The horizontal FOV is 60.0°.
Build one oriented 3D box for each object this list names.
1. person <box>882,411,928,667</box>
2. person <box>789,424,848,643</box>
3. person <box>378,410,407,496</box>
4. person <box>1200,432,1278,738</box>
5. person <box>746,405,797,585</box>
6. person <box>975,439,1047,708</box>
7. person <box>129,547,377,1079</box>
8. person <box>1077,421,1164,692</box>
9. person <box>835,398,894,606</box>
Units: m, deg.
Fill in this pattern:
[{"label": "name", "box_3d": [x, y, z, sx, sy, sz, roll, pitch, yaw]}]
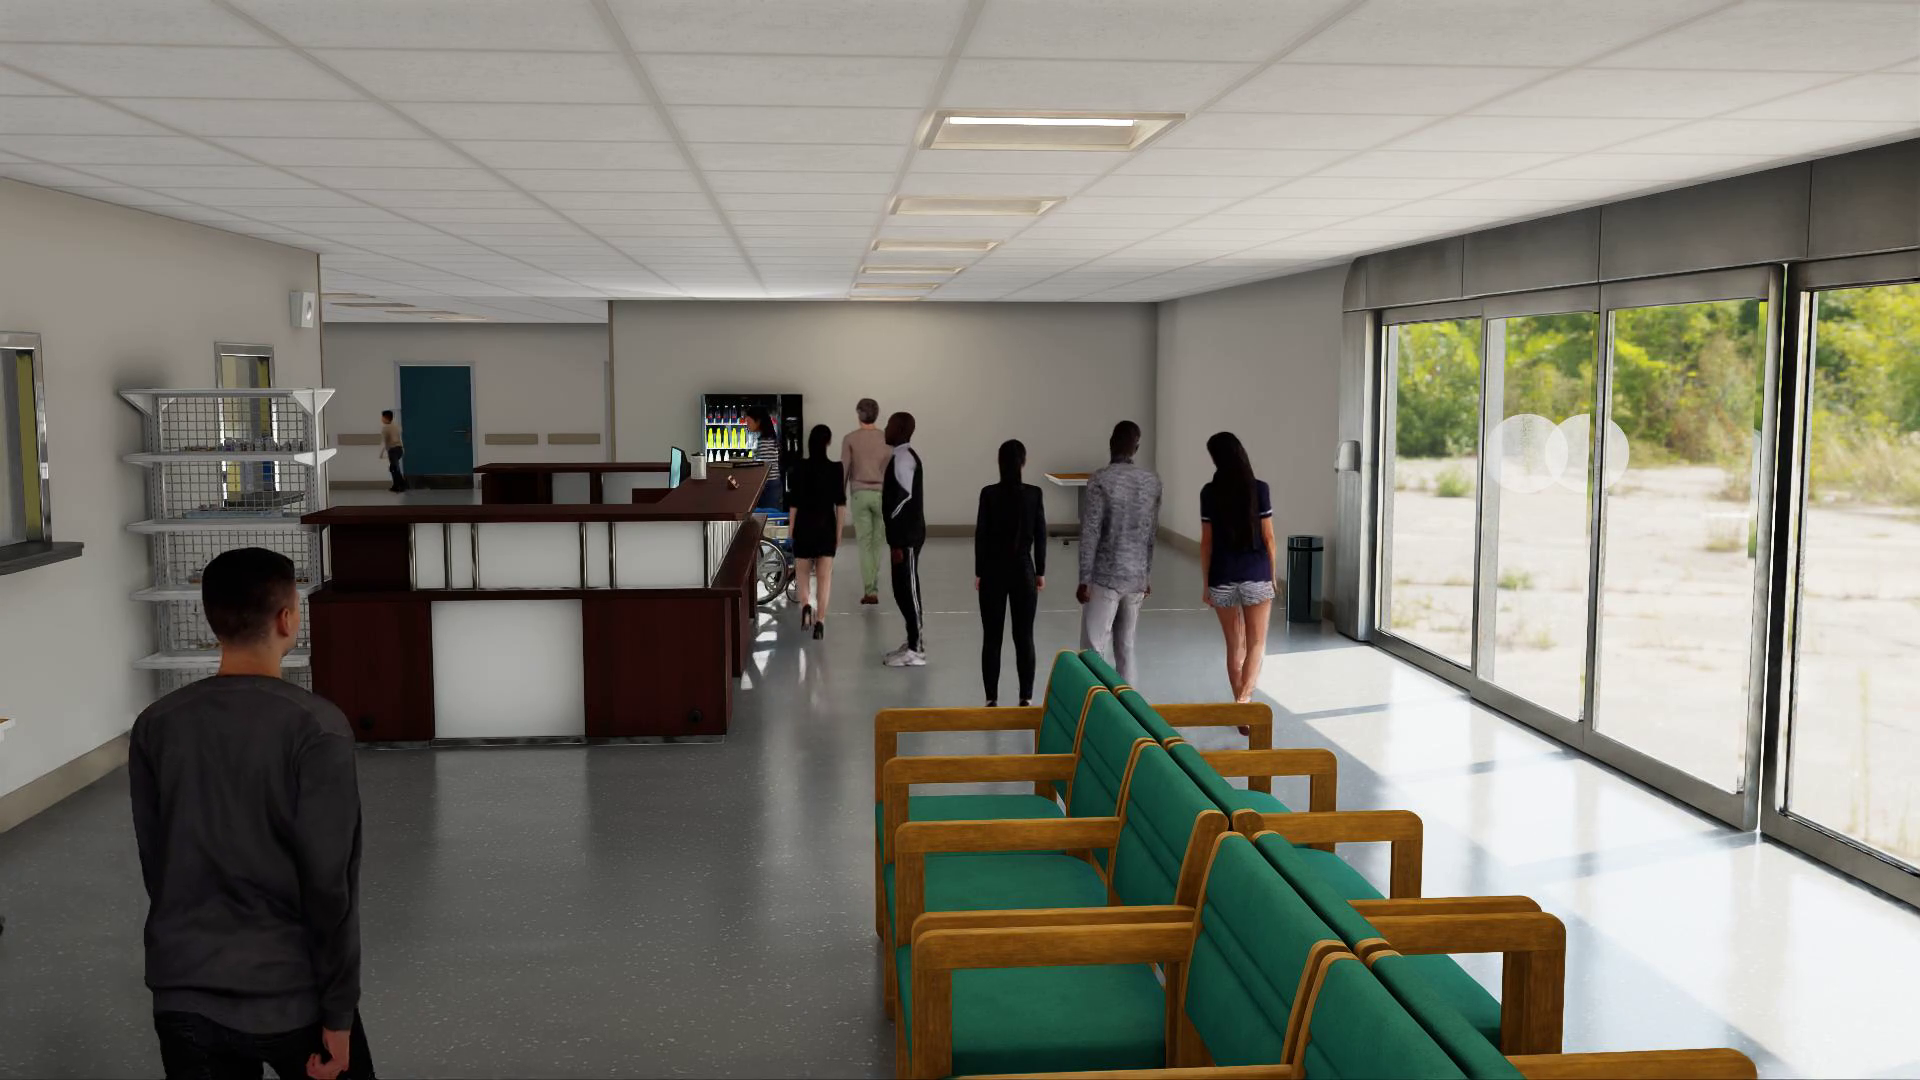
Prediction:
[{"label": "person", "box_3d": [-0.377, -0.018, 11.994, 0.598, 1.818, 0.689, 0, 6, 5]}, {"label": "person", "box_3d": [-1.105, -0.041, 12.879, 0.584, 1.686, 0.665, -1, 6, -10]}, {"label": "person", "box_3d": [-9.654, -1.492, 28.522, 0.783, 1.443, 0.690, 3, 6, 25]}, {"label": "person", "box_3d": [1.594, 0.277, 9.523, 1.042, 1.726, 0.887, 2, 6, 18]}, {"label": "person", "box_3d": [-1.765, -0.409, 16.187, 0.806, 1.755, 0.695, 0, 6, 2]}, {"label": "person", "box_3d": [0.295, 0.252, 9.851, 0.428, 1.709, 0.639, -1, 6, -7]}, {"label": "person", "box_3d": [-1.387, 0.907, 3.164, 0.657, 1.745, 0.706, 0, 6, -1]}, {"label": "person", "box_3d": [0.888, 0.252, 9.362, 0.969, 1.807, 0.803, 5, 8, 41]}, {"label": "person", "box_3d": [-0.788, -0.293, 14.717, 1.268, 1.819, 0.955, -2, 6, -18]}]
